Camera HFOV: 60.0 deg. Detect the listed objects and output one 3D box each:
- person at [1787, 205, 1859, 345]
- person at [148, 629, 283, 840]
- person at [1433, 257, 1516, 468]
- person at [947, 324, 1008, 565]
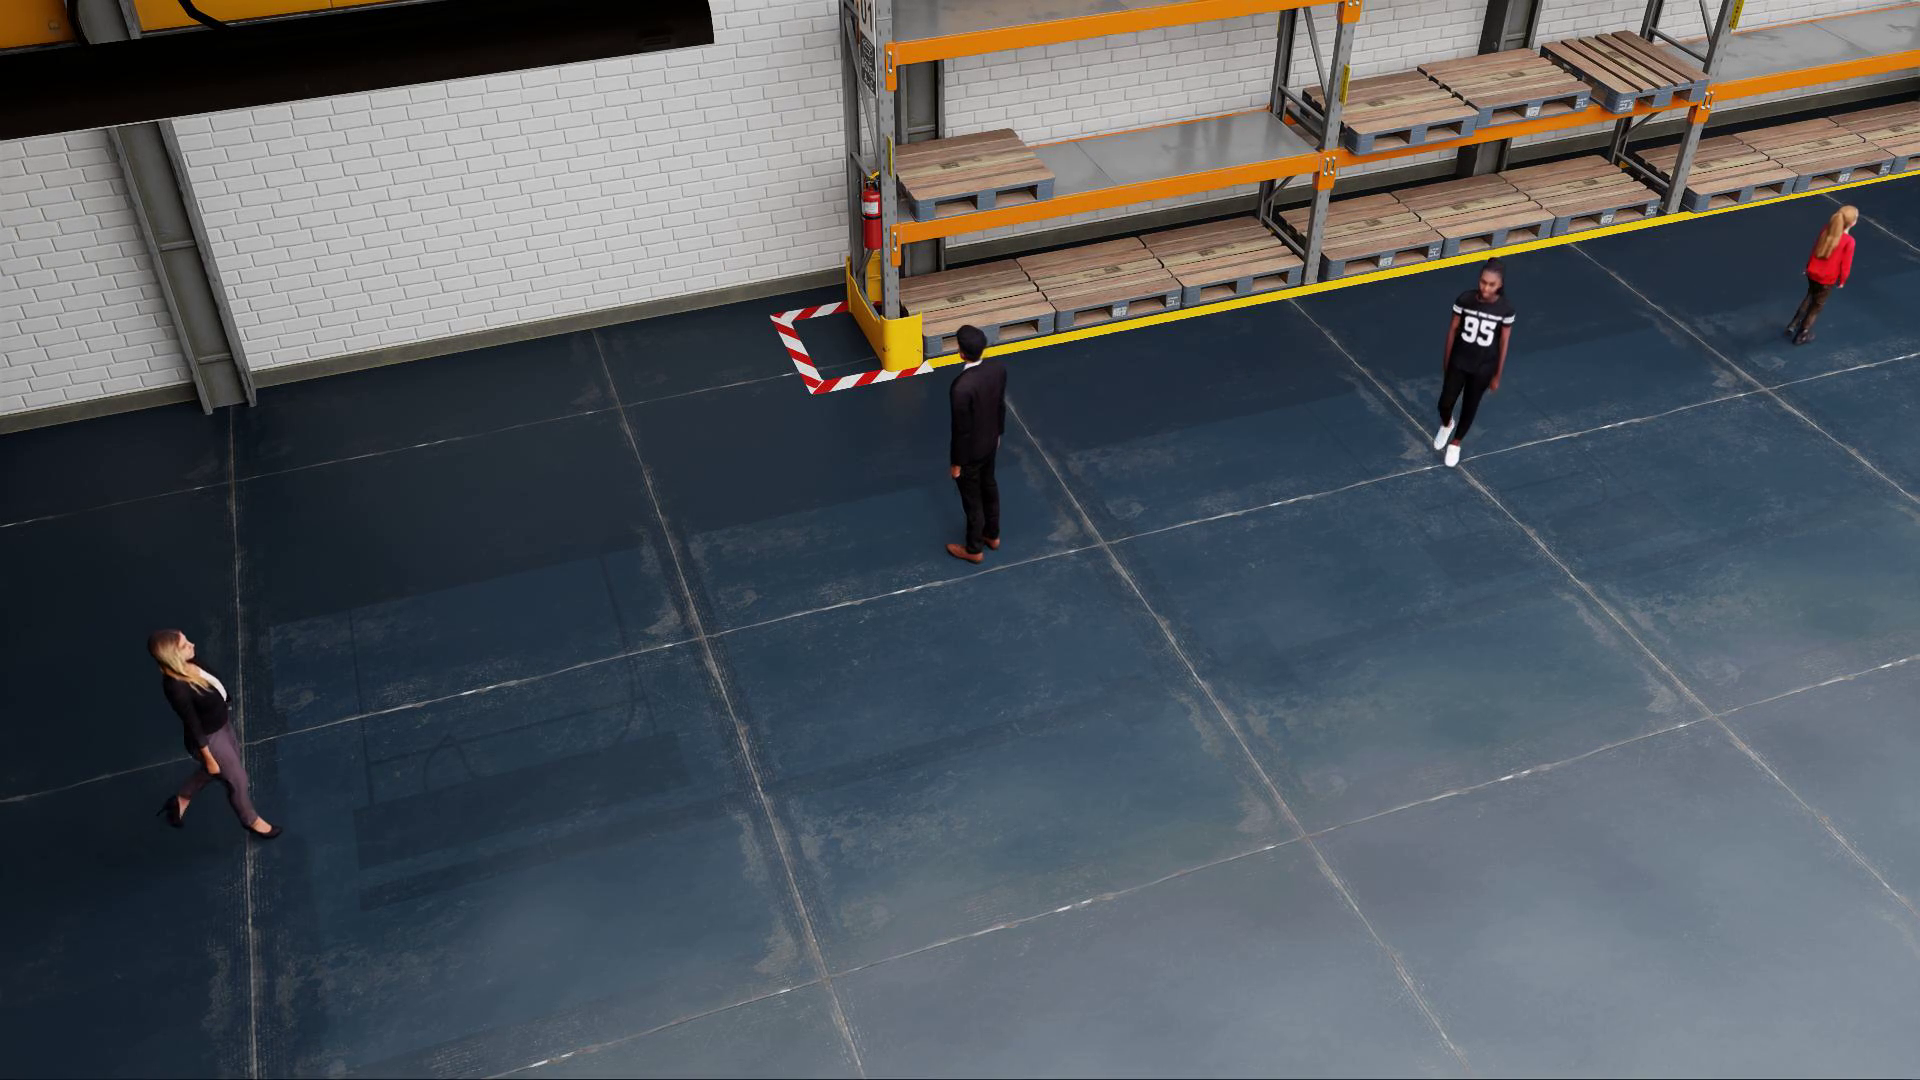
[{"bbox_3d":[7.228,-2.219,13.997,0.515,1.278,0.517,-17,42,-20],"label":"person"},{"bbox_3d":[-4.349,1.157,9.467,0.858,1.656,0.620,-10,40,-13],"label":"person"},{"bbox_3d":[3.890,-1.359,12.568,0.768,1.718,0.829,15,41,18],"label":"person"},{"bbox_3d":[0.113,-0.659,11.564,0.836,1.877,0.705,25,45,28],"label":"person"}]
